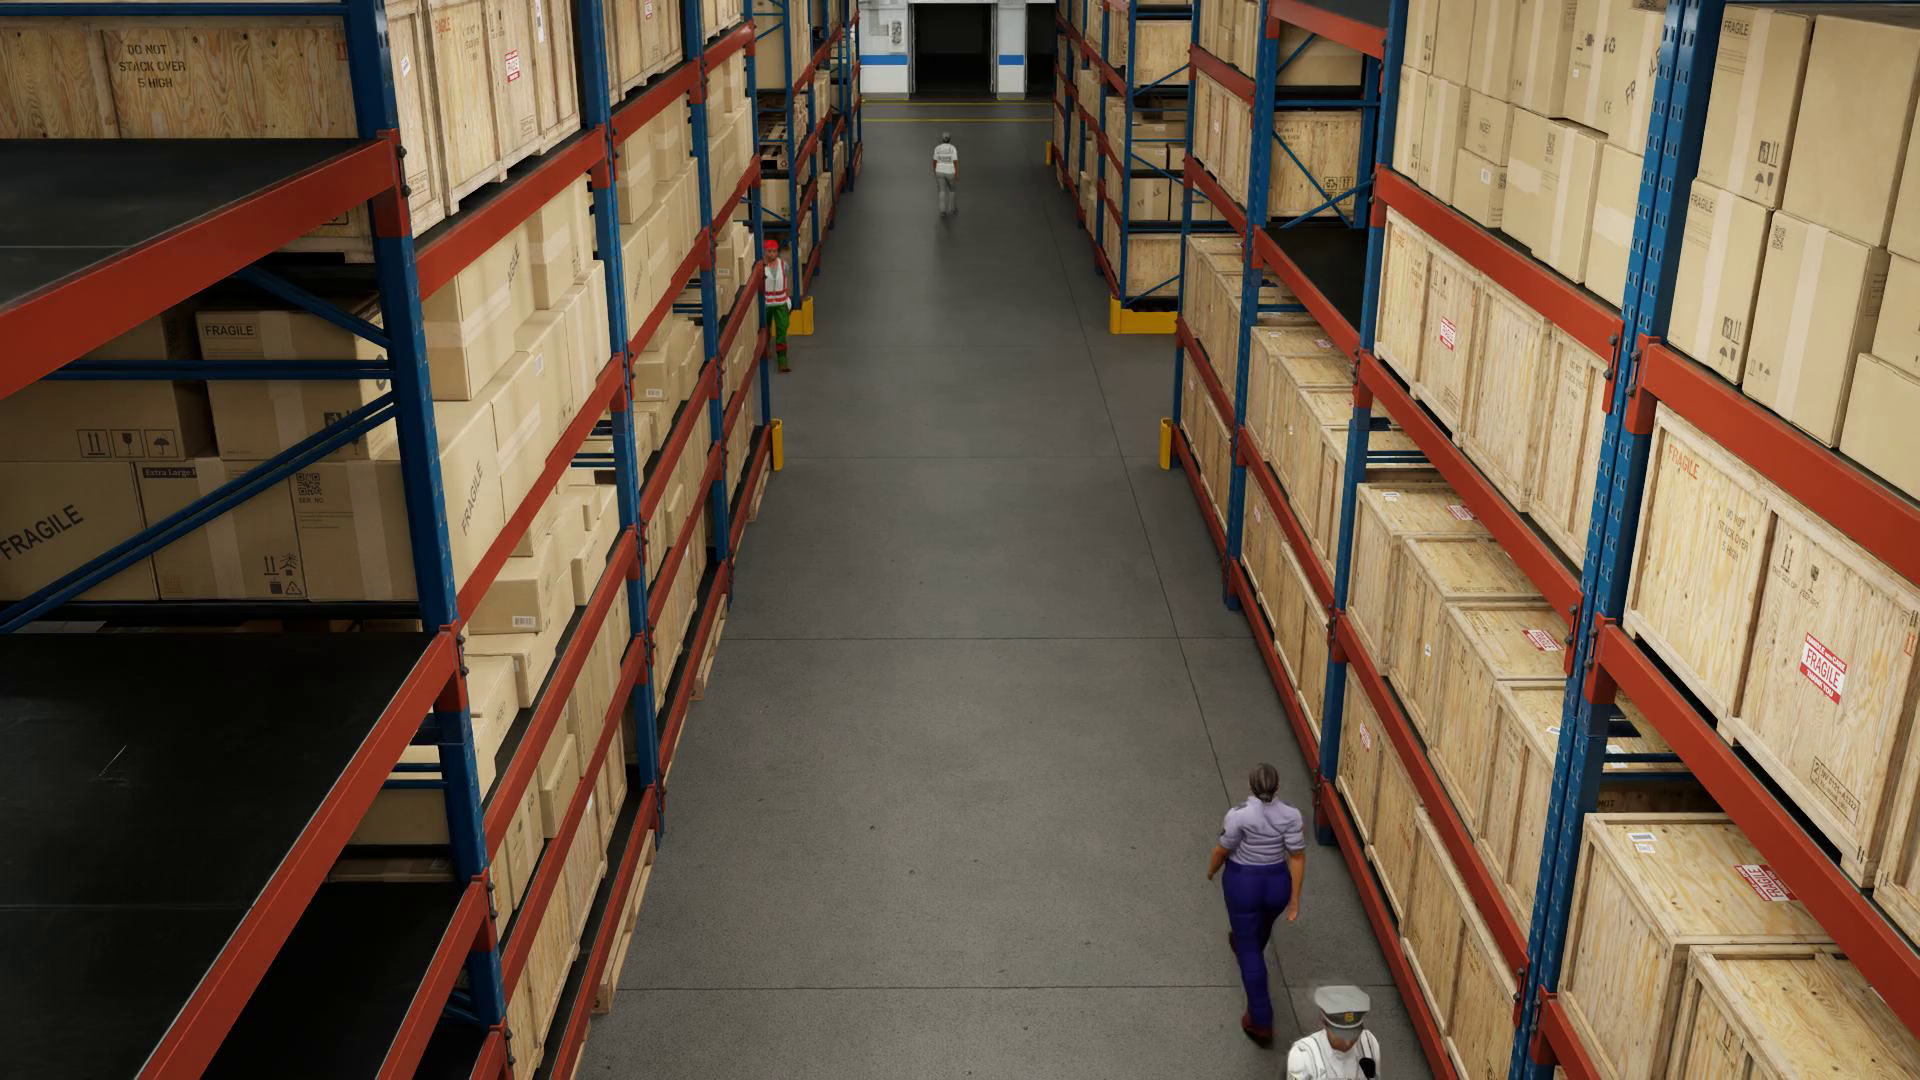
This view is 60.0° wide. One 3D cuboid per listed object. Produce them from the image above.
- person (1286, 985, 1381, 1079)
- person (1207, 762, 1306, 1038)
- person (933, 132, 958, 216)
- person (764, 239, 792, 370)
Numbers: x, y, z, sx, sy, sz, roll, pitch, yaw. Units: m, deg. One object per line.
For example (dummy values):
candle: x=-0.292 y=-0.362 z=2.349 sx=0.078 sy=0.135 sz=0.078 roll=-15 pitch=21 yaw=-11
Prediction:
person: x=1.671 y=2.729 z=7.755 sx=0.554 sy=1.651 sz=0.676 roll=-5 pitch=22 yaw=-12
person: x=1.695 y=1.990 z=9.659 sx=0.481 sy=1.591 sz=0.971 roll=-5 pitch=22 yaw=-13
person: x=-0.277 y=-7.331 z=33.210 sx=0.513 sy=1.639 sz=0.822 roll=2 pitch=22 yaw=4
person: x=-2.563 y=-3.237 z=22.726 sx=0.586 sy=1.750 sz=1.075 roll=-6 pitch=22 yaw=-14
